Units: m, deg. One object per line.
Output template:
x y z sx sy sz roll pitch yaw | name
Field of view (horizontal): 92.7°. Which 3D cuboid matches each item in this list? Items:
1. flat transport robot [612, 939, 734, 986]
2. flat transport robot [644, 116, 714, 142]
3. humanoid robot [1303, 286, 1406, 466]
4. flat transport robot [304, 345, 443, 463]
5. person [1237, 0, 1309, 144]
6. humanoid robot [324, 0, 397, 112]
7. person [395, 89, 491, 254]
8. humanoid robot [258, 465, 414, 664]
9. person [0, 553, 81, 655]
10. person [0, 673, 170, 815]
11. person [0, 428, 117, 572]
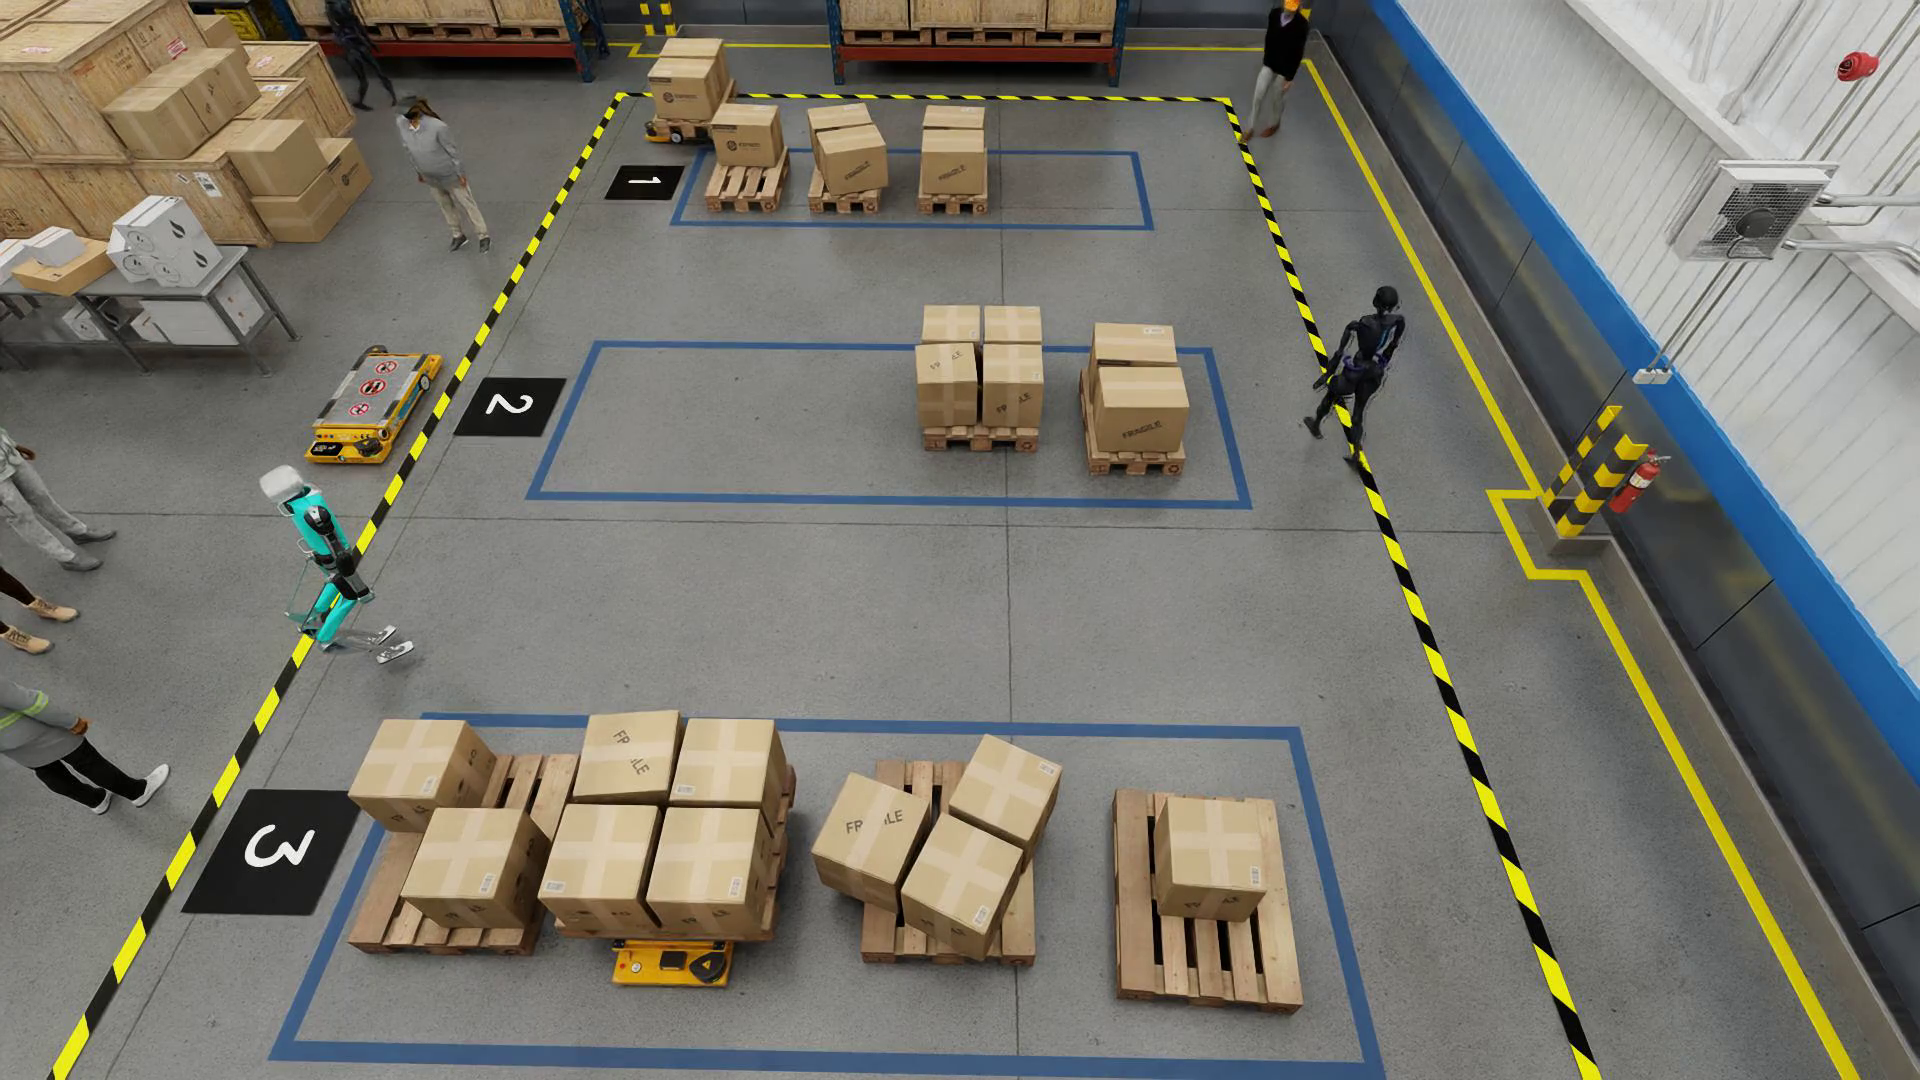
-1.659 1.971 5.681 0.652 0.197 1.431 1 50 1 | flat transport robot
-3.331 -5.445 11.956 1.431 0.197 0.652 1 50 1 | flat transport robot
3.317 -1.356 7.617 0.603 1.642 0.740 -8 50 -7 | humanoid robot
-5.383 -1.269 8.441 0.659 0.231 1.431 1 50 1 | flat transport robot
3.882 -5.786 11.236 0.875 1.831 0.599 -36 58 -26 | person
-7.848 -6.433 11.910 0.618 1.637 0.593 2 50 2 | humanoid robot
-5.468 -3.875 9.666 0.561 1.762 0.404 6 50 5 | person
-4.277 0.287 6.074 0.533 1.677 0.735 35 58 26 | humanoid robot
-6.901 0.053 6.171 0.395 2.035 0.598 5 50 4 | person
-5.535 1.092 5.406 0.588 1.852 0.371 -7 50 -6 | person
-7.086 -0.537 6.721 0.392 1.949 0.602 -8 50 -7 | person
